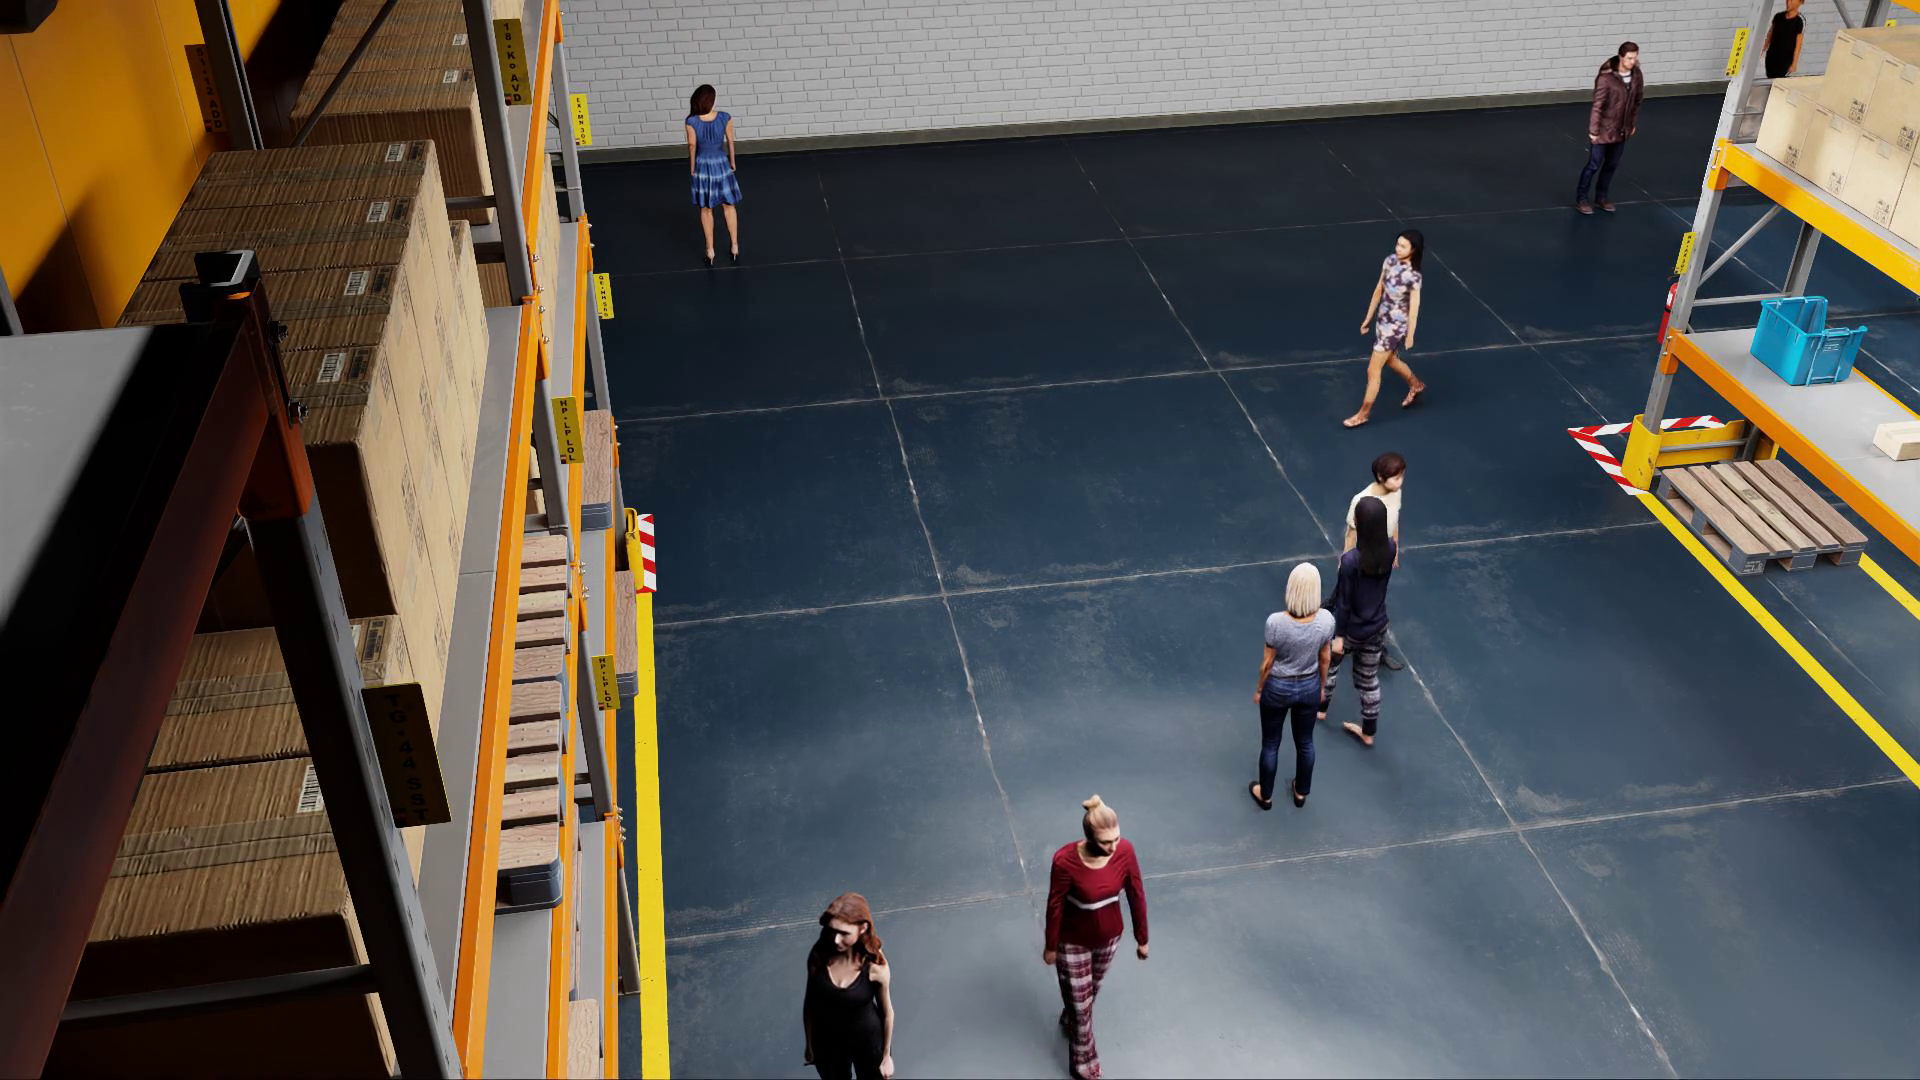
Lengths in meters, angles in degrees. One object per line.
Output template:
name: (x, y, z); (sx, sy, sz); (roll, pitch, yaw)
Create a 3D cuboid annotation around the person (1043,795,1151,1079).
person: (0.610, 1.907, 8.256); (0.770, 1.693, 0.881); (-13, 36, -19)

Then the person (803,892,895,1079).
person: (-0.494, 2.273, 7.655); (0.655, 1.748, 0.647); (7, 34, 11)

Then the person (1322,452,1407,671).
person: (2.667, 0.077, 11.145); (0.916, 1.543, 1.119); (-23, 40, -30)

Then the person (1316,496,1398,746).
person: (2.527, 0.558, 10.272); (0.824, 1.707, 0.926); (-18, 38, -25)

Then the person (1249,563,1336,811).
person: (1.951, 0.872, 9.787); (0.604, 1.721, 0.526); (-3, 34, -4)

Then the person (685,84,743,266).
person: (-2.451, -3.620, 16.470); (0.708, 1.805, 0.634); (-12, 35, -17)

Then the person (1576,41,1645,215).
person: (6.857, -4.360, 17.550); (0.795, 1.841, 0.719); (-12, 35, -17)

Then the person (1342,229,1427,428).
person: (3.639, -1.765, 13.776); (0.805, 1.698, 1.083); (-12, 35, -17)

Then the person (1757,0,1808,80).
person: (9.802, -5.711, 19.753); (0.732, 1.652, 0.748); (-12, 35, -17)
